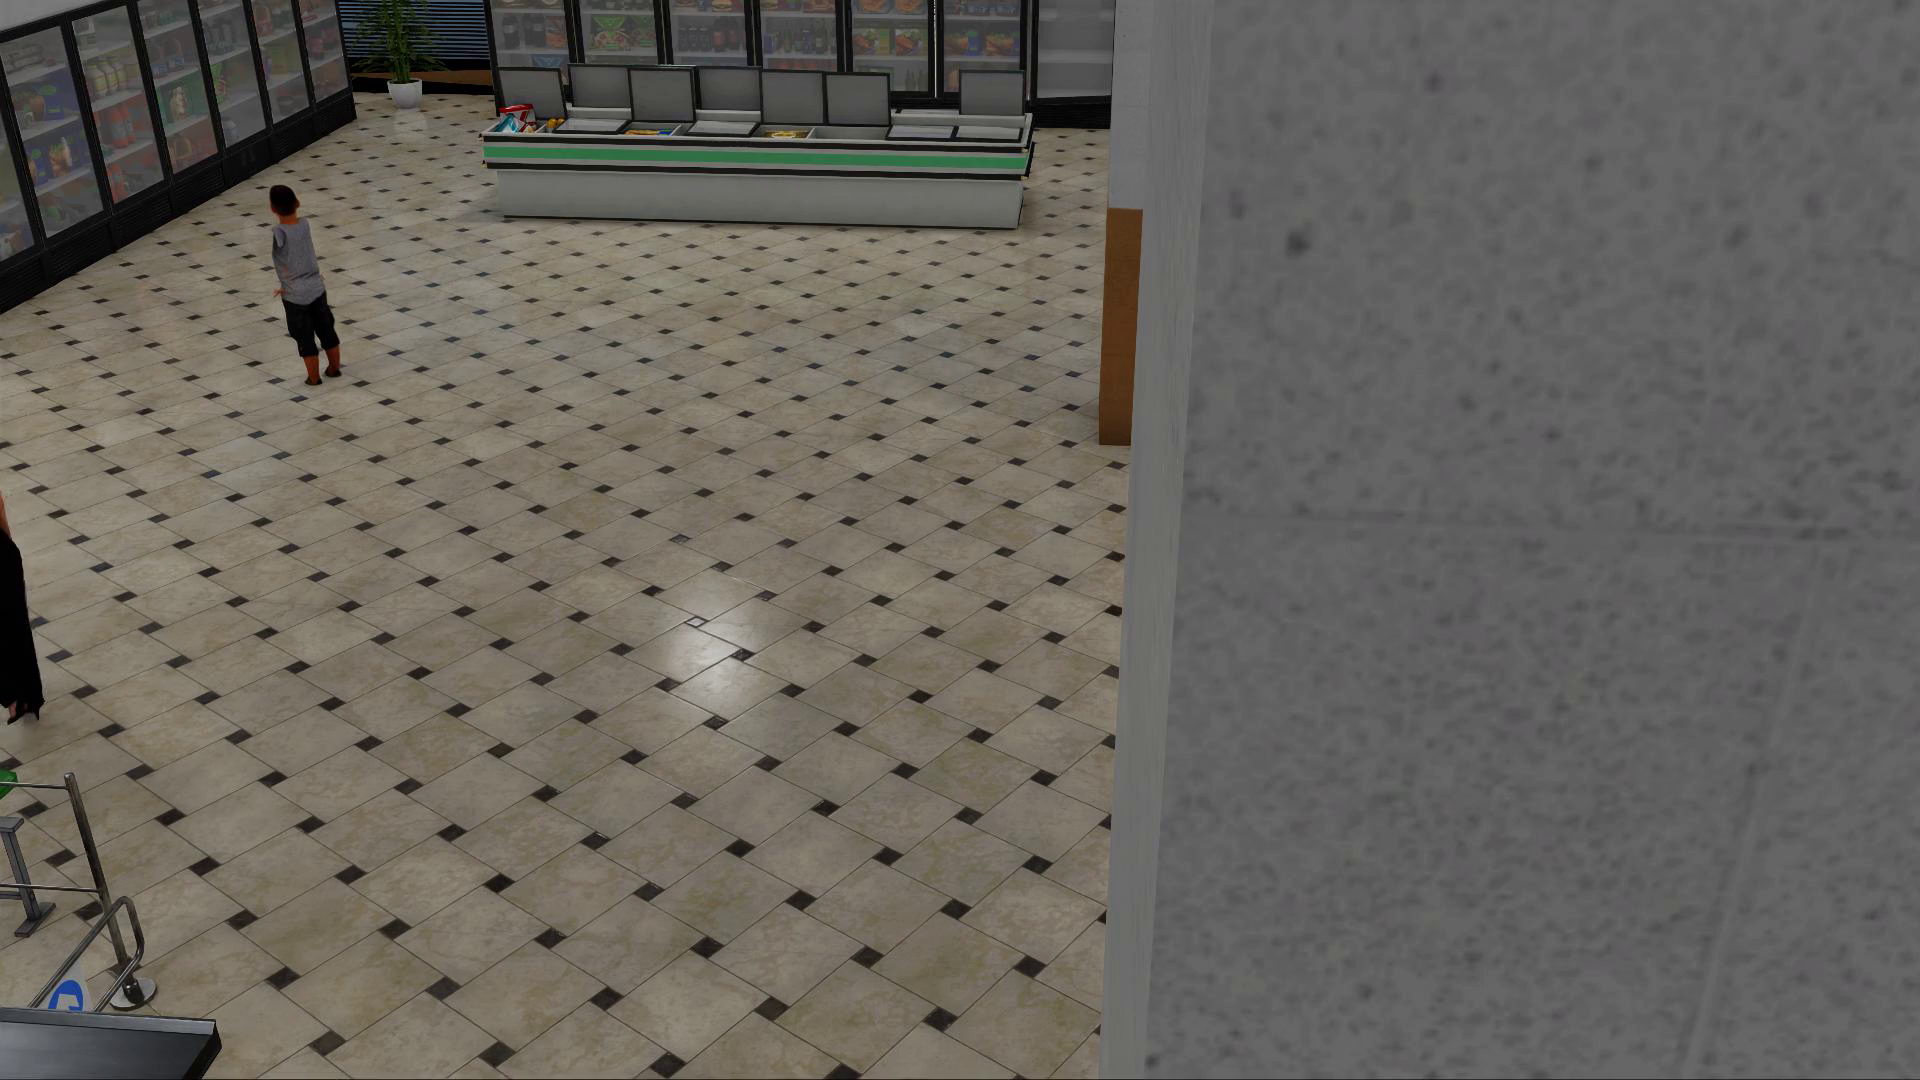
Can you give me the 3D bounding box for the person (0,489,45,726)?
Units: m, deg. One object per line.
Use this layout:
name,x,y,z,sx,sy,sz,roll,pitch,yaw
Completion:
person,-4.368,0.156,7.490,0.759,1.594,0.711,16,31,28

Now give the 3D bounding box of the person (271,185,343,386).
person,-4.550,-1.795,11.493,0.645,1.454,0.644,16,31,29
